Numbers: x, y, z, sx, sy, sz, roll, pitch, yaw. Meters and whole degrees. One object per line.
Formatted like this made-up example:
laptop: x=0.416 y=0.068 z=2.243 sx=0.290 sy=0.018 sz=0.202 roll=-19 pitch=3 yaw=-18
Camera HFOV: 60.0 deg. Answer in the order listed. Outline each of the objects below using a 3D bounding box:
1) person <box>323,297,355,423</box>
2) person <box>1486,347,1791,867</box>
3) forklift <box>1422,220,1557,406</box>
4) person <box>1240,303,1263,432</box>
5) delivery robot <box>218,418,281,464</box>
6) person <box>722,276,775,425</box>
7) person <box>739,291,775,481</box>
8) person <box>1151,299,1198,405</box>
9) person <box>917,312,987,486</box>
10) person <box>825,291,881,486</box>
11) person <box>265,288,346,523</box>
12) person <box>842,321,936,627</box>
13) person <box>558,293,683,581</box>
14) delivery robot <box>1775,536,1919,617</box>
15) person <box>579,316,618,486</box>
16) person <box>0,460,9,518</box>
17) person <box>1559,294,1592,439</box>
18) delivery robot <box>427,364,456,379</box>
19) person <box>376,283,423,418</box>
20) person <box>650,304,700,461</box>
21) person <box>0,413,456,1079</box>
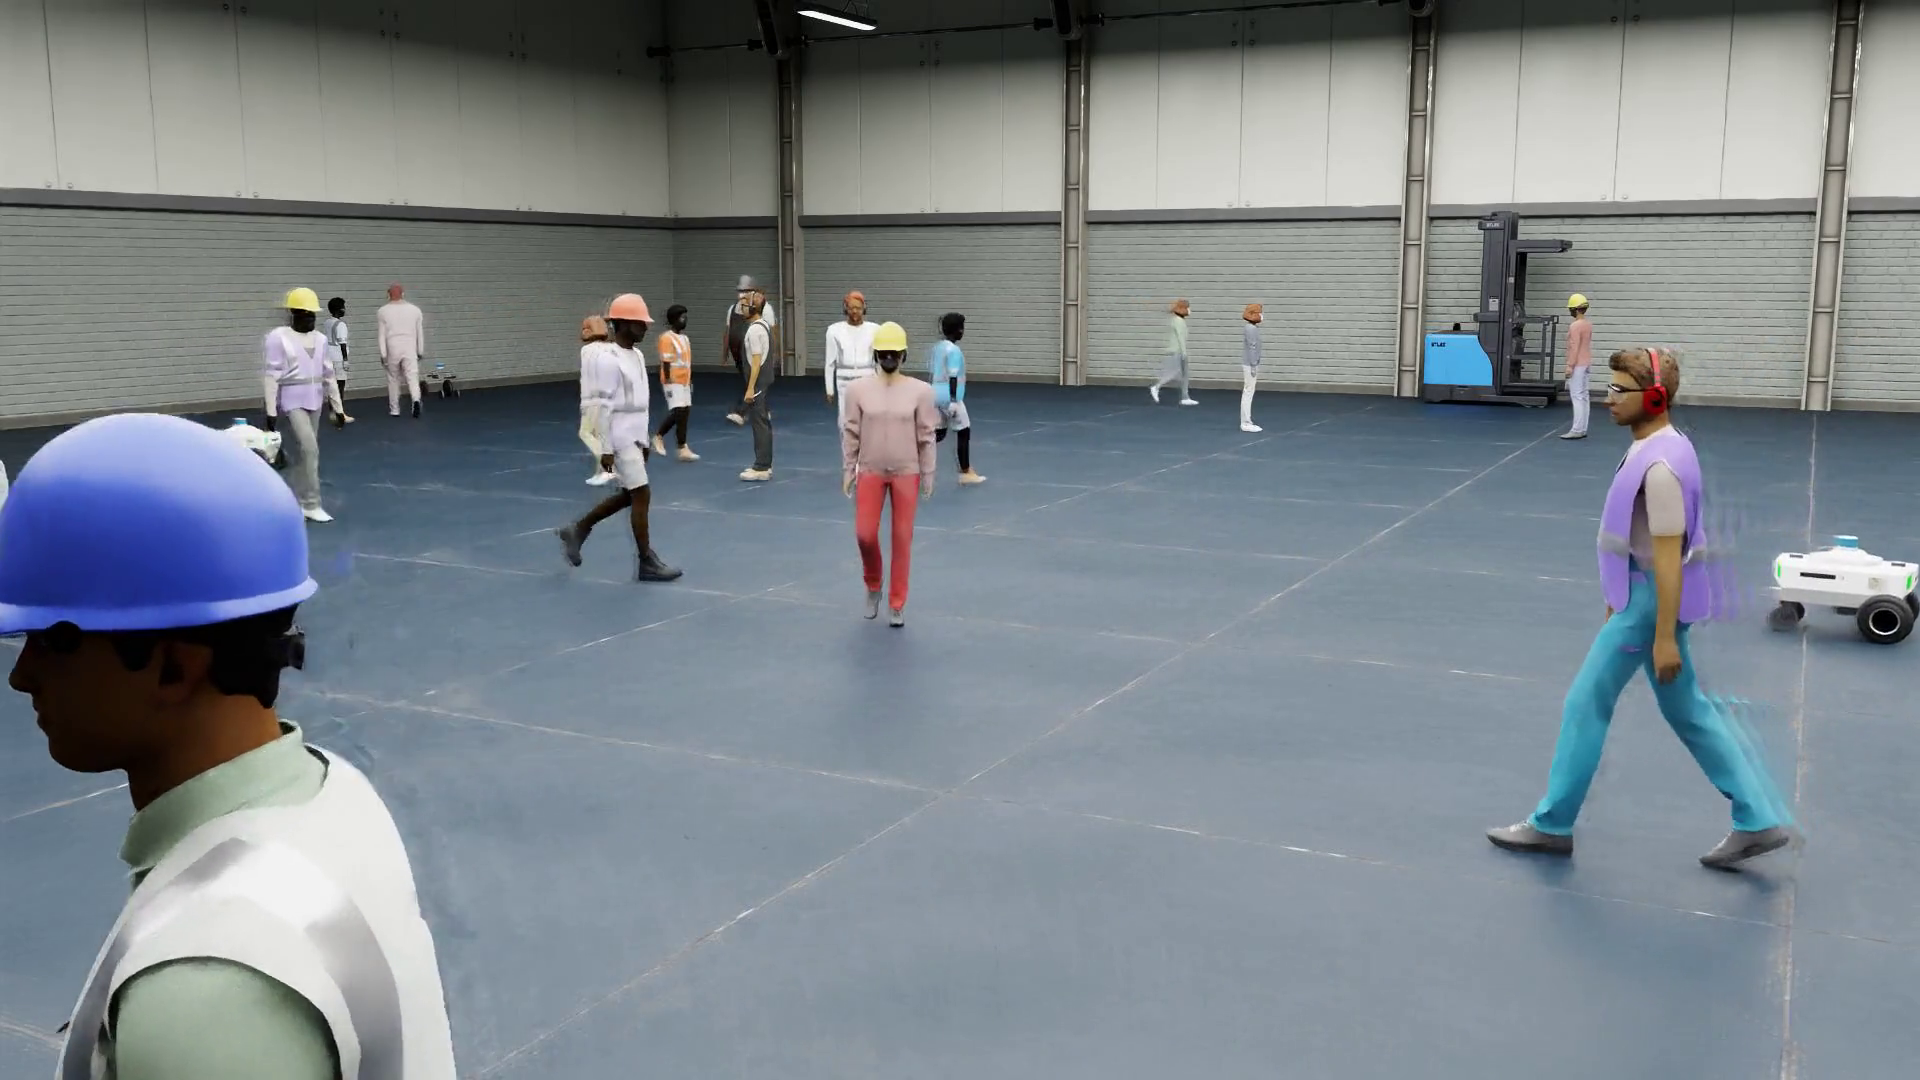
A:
person: x=-8.442 y=-2.441 z=22.553 sx=0.322 sy=1.689 sz=0.530 roll=-9 pitch=13 yaw=-44
person: x=2.394 y=0.239 z=5.695 sx=0.969 sy=1.797 sz=0.580 roll=4 pitch=10 yaw=23
forklift: x=8.245 y=-3.527 z=25.720 sx=1.873 sy=2.768 sz=1.129 roll=5 pitch=10 yaw=27
person: x=3.751 y=-2.219 z=21.355 sx=0.278 sy=1.633 sz=0.507 roll=1 pitch=9 yaw=6
delivery robot: x=-7.335 y=-1.000 z=16.995 sx=0.707 sy=0.478 sz=0.477 roll=1 pitch=9 yaw=5
person: x=-2.879 y=-2.568 z=22.385 sx=0.700 sy=2.000 sz=1.040 roll=6 pitch=11 yaw=31
person: x=-2.007 y=-1.517 z=16.374 sx=0.345 sy=1.846 sz=0.508 roll=1 pitch=9 yaw=5
person: x=3.303 y=-2.880 z=25.498 sx=0.652 sy=1.610 sz=0.500 roll=2 pitch=10 yaw=14
person: x=-0.164 y=-1.335 z=15.801 sx=0.794 sy=1.661 sz=0.539 roll=-3 pitch=10 yaw=-20
person: x=-1.020 y=-1.490 z=16.193 sx=0.573 sy=1.863 sz=0.755 roll=0 pitch=9 yaw=-2
person: x=-5.257 y=-1.084 z=13.507 sx=0.713 sy=1.900 sz=0.629 roll=4 pitch=10 yaw=23
person: x=-0.405 y=-0.375 z=9.582 sx=0.544 sy=1.754 sz=0.364 roll=0 pitch=9 yaw=-2
person: x=-2.300 y=-0.685 z=11.085 sx=0.832 sy=1.911 sz=0.546 roll=2 pitch=9 yaw=11
delivery robot: x=5.040 y=0.220 z=9.474 sx=0.707 sy=0.478 sz=0.477 roll=6 pitch=11 yaw=33
person: x=-3.459 y=-1.317 z=15.834 sx=0.413 sy=1.621 sz=0.544 roll=4 pitch=10 yaw=21
person: x=-7.460 y=-0.940 z=12.528 sx=0.356 sy=1.938 sz=0.633 roll=0 pitch=9 yaw=-1
person: x=7.530 y=-2.114 z=20.312 sx=0.329 sy=1.765 sz=0.526 roll=8 pitch=12 yaw=40
delivery robot: x=-8.423 y=-2.747 z=26.972 sx=0.335 sy=0.223 sz=0.698 roll=-8 pitch=12 yaw=-40
person: x=-7.810 y=-2.646 z=23.256 sx=0.642 sy=1.878 sz=0.845 roll=-5 pitch=10 yaw=-28
person: x=-3.053 y=-1.685 z=17.863 sx=0.430 sy=1.688 sz=0.550 roll=3 pitch=10 yaw=17
person: x=-0.575 y=0.838 z=1.586 sx=0.666 sy=1.933 sz=0.614 roll=-3 pitch=10 yaw=-16
